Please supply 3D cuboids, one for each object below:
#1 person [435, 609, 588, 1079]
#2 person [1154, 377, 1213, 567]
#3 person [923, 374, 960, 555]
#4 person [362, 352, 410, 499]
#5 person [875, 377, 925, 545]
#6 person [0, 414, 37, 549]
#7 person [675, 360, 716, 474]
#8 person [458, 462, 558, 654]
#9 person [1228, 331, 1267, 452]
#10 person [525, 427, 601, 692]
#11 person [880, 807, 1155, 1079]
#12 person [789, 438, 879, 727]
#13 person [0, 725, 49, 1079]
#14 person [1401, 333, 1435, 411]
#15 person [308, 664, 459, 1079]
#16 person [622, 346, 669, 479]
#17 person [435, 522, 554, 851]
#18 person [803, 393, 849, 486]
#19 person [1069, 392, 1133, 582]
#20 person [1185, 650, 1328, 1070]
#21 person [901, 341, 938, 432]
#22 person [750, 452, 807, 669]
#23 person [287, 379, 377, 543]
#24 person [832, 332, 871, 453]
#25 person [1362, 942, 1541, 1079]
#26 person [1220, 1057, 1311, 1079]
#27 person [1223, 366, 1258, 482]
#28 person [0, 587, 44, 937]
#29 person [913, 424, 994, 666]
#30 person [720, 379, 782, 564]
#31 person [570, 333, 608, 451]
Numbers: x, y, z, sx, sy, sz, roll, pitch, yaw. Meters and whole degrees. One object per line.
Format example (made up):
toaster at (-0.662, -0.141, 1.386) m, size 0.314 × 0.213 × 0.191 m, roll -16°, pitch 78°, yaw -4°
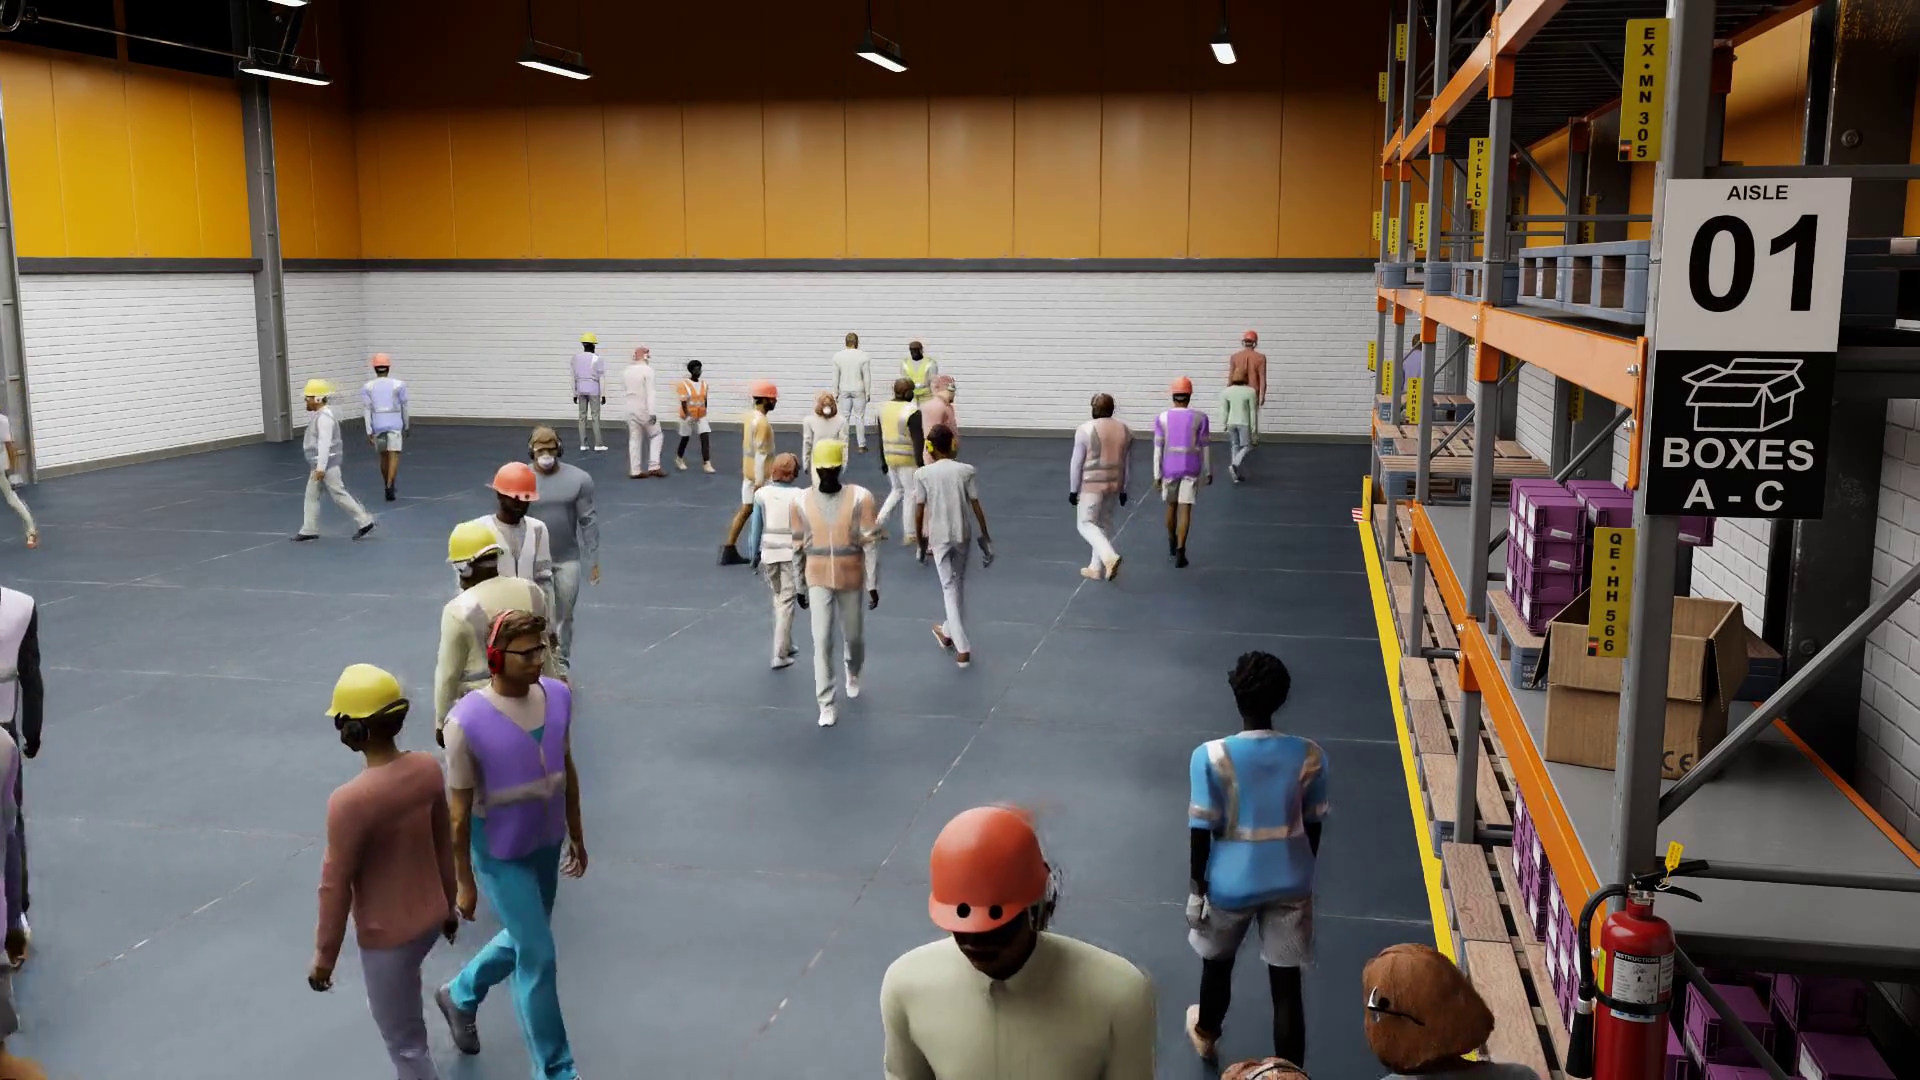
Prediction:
person at (-1.662, 1.128, 6.116) m, size 0.863 × 1.817 × 0.577 m, roll 5°, pitch 11°, yaw 28°
person at (2.278, -0.711, 16.966) m, size 0.569 × 1.883 × 0.993 m, roll 3°, pitch 10°, yaw 18°
person at (-0.199, -0.798, 17.555) m, size 0.398 × 1.875 × 0.782 m, roll 1°, pitch 9°, yaw 5°
person at (-7.465, -1.486, 21.617) m, size 0.540 × 1.907 × 0.946 m, roll -1°, pitch 10°, yaw -8°
person at (-0.623, -0.842, 17.926) m, size 0.492 × 1.829 × 0.640 m, roll -8°, pitch 12°, yaw -41°
person at (-10.075, -0.730, 17.373) m, size 0.546 × 1.803 × 1.088 m, roll 0°, pitch 9°, yaw -1°
person at (-3.908, -1.812, 24.262) m, size 0.521 × 1.658 × 0.823 m, roll -7°, pitch 12°, yaw -37°
person at (-2.559, 0.503, 9.612) m, size 0.853 × 1.895 × 0.569 m, roll 9°, pitch 13°, yaw 43°
person at (4.677, -2.404, 26.990) m, size 0.653 × 1.943 × 0.831 m, roll 3°, pitch 10°, yaw 20°
person at (-2.821, 0.174, 11.550) m, size 0.645 × 1.910 × 0.754 m, roll -4°, pitch 10°, yaw -22°
person at (0.154, 1.460, 3.716) m, size 0.632 × 1.949 × 0.780 m, roll 2°, pitch 10°, yaw 13°
person at (-0.841, 0.240, 11.222) m, size 0.599 × 1.898 × 0.879 m, roll 0°, pitch 9°, yaw 0°
person at (-3.006, 1.211, 4.995) m, size 0.848 × 2.014 × 0.610 m, roll 3°, pitch 10°, yaw 16°
person at (7.247, -2.305, 26.408) m, size 0.372 × 1.940 × 0.627 m, roll -9°, pitch 13°, yaw -44°
person at (-1.889, 1.268, 5.439) m, size 0.528 × 1.748 × 0.537 m, roll 2°, pitch 10°, yaw 13°
person at (-4.456, -1.803, 23.584) m, size 0.715 × 1.869 × 0.653 m, roll 8°, pitch 12°, yaw 39°
person at (-2.347, 0.797, 8.157) m, size 0.851 × 1.788 × 0.602 m, roll 6°, pitch 11°, yaw 32°
person at (-1.479, -0.836, 18.575) m, size 0.501 × 1.586 × 0.836 m, roll -2°, pitch 10°, yaw -15°
person at (1.359, -0.492, 15.828) m, size 0.635 × 1.827 × 0.703 m, roll -6°, pitch 11°, yaw -32°
person at (1.056, 1.219, 5.984) m, size 0.550 × 1.653 × 0.850 m, roll -1°, pitch 10°, yaw -8°
person at (-0.655, -2.240, 26.393) m, size 0.640 × 1.821 × 0.543 m, roll 2°, pitch 10°, yaw 10°
person at (-1.283, 0.139, 12.645) m, size 0.539 × 1.608 × 0.684 m, roll 4°, pitch 10°, yaw 21°
person at (-6.871, -0.861, 18.152) m, size 0.897 × 1.801 × 0.617 m, roll -5°, pitch 10°, yaw -26°
person at (-1.738, -2.370, 26.815) m, size 0.627 × 1.936 × 0.374 m, roll 2°, pitch 10°, yaw 11°
person at (1.077, 1.645, 3.658) m, size 0.589 × 1.584 × 0.852 m, roll -1°, pitch 9°, yaw -3°
person at (0.576, 1.737, 3.019) m, size 0.523 × 1.620 × 0.386 m, roll -1°, pitch 10°, yaw -7°
person at (3.852, -1.590, 23.028) m, size 0.518 × 1.618 × 0.540 m, roll 7°, pitch 12°, yaw 35°
person at (-4.467, 0.868, 7.519) m, size 0.593 × 1.868 × 0.980 m, roll -5°, pitch 11°, yaw -26°
person at (-0.072, 0.019, 12.786) m, size 0.600 × 1.812 × 0.931 m, roll -3°, pitch 10°, yaw -17°
person at (-1.986, -0.680, 16.798) m, size 0.981 × 1.887 × 0.549 m, roll -4°, pitch 10°, yaw -23°
person at (-6.027, -2.400, 27.025) m, size 0.589 × 1.923 × 0.383 m, roll 2°, pitch 10°, yaw 13°
